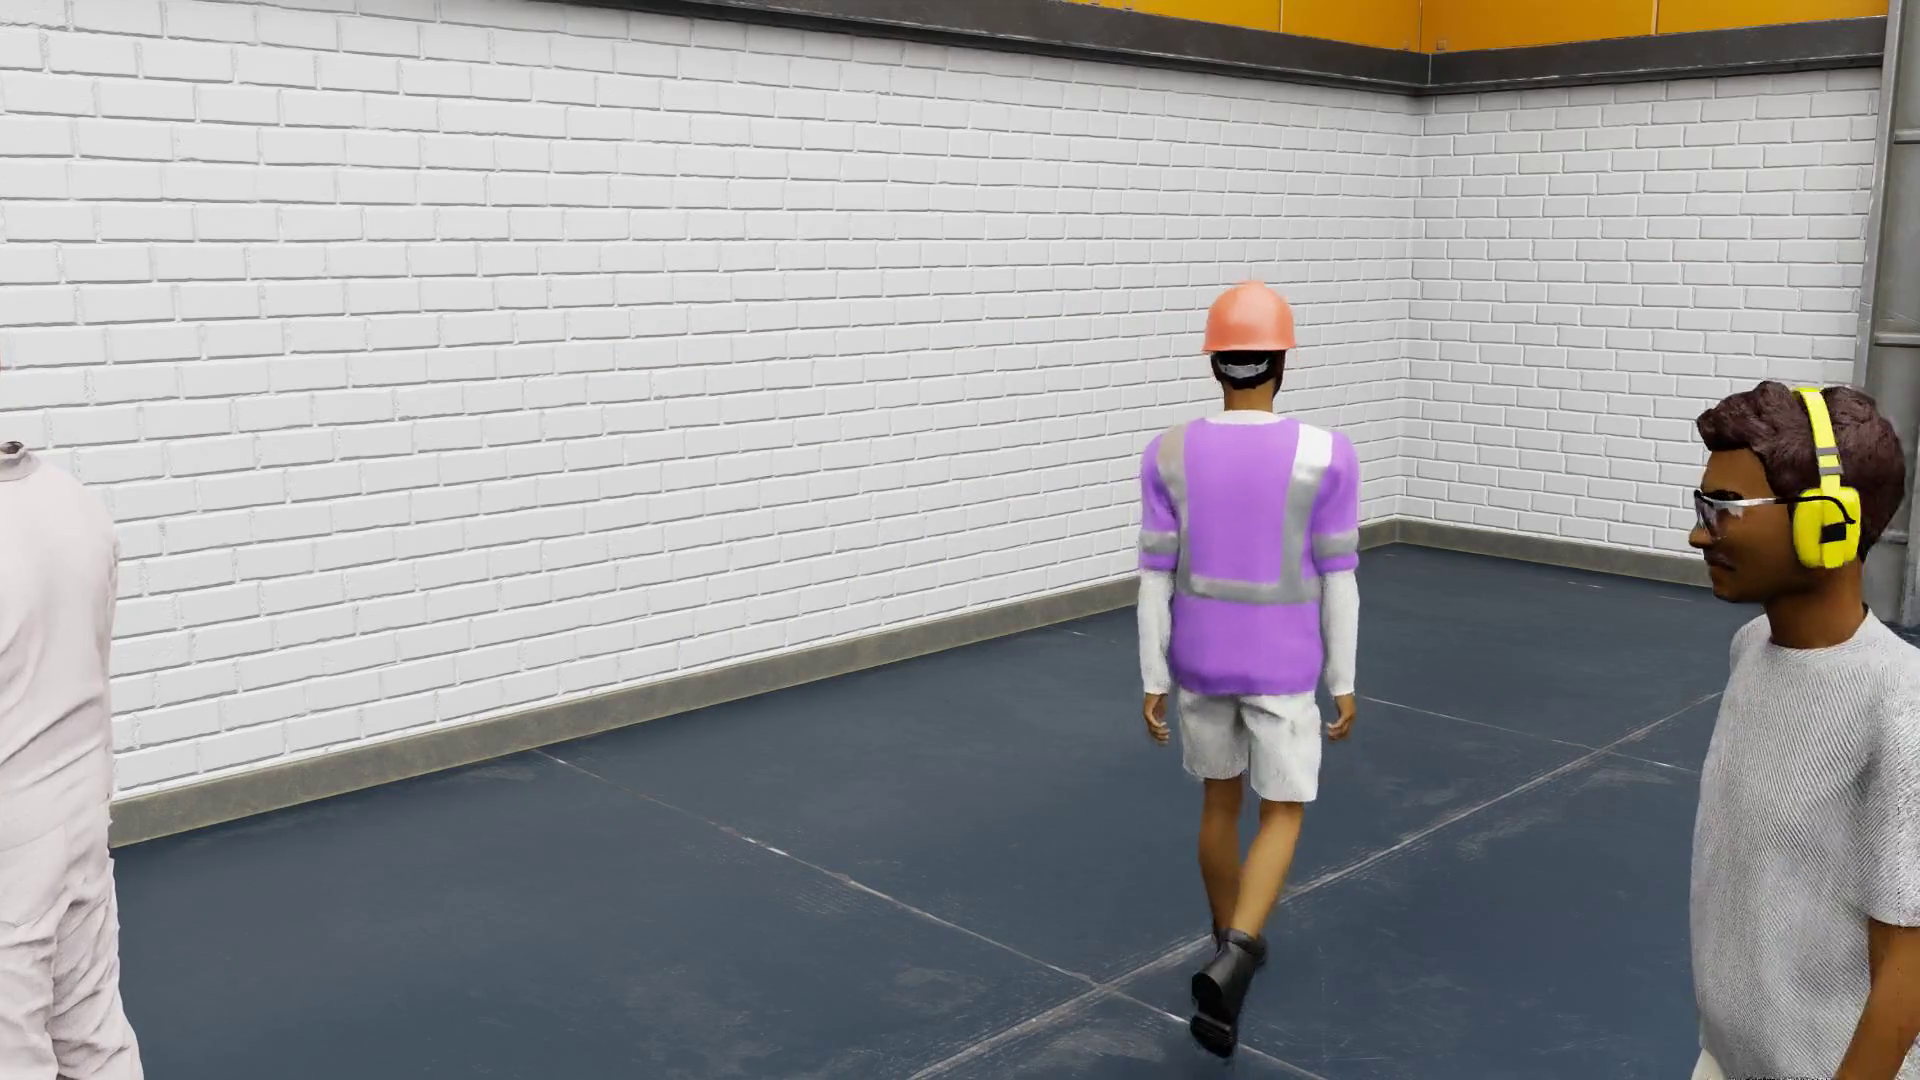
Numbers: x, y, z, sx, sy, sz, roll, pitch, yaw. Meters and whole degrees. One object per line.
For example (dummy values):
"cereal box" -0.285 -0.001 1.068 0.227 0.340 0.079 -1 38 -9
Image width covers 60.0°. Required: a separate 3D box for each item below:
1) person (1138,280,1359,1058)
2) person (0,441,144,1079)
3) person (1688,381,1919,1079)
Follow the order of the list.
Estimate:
"person" 0.699 0.314 4.175 0.553 1.918 0.804 5 11 24
"person" -1.706 0.553 2.895 0.402 1.906 0.651 0 10 0
"person" 1.038 0.730 2.164 0.587 1.846 0.537 0 10 0
